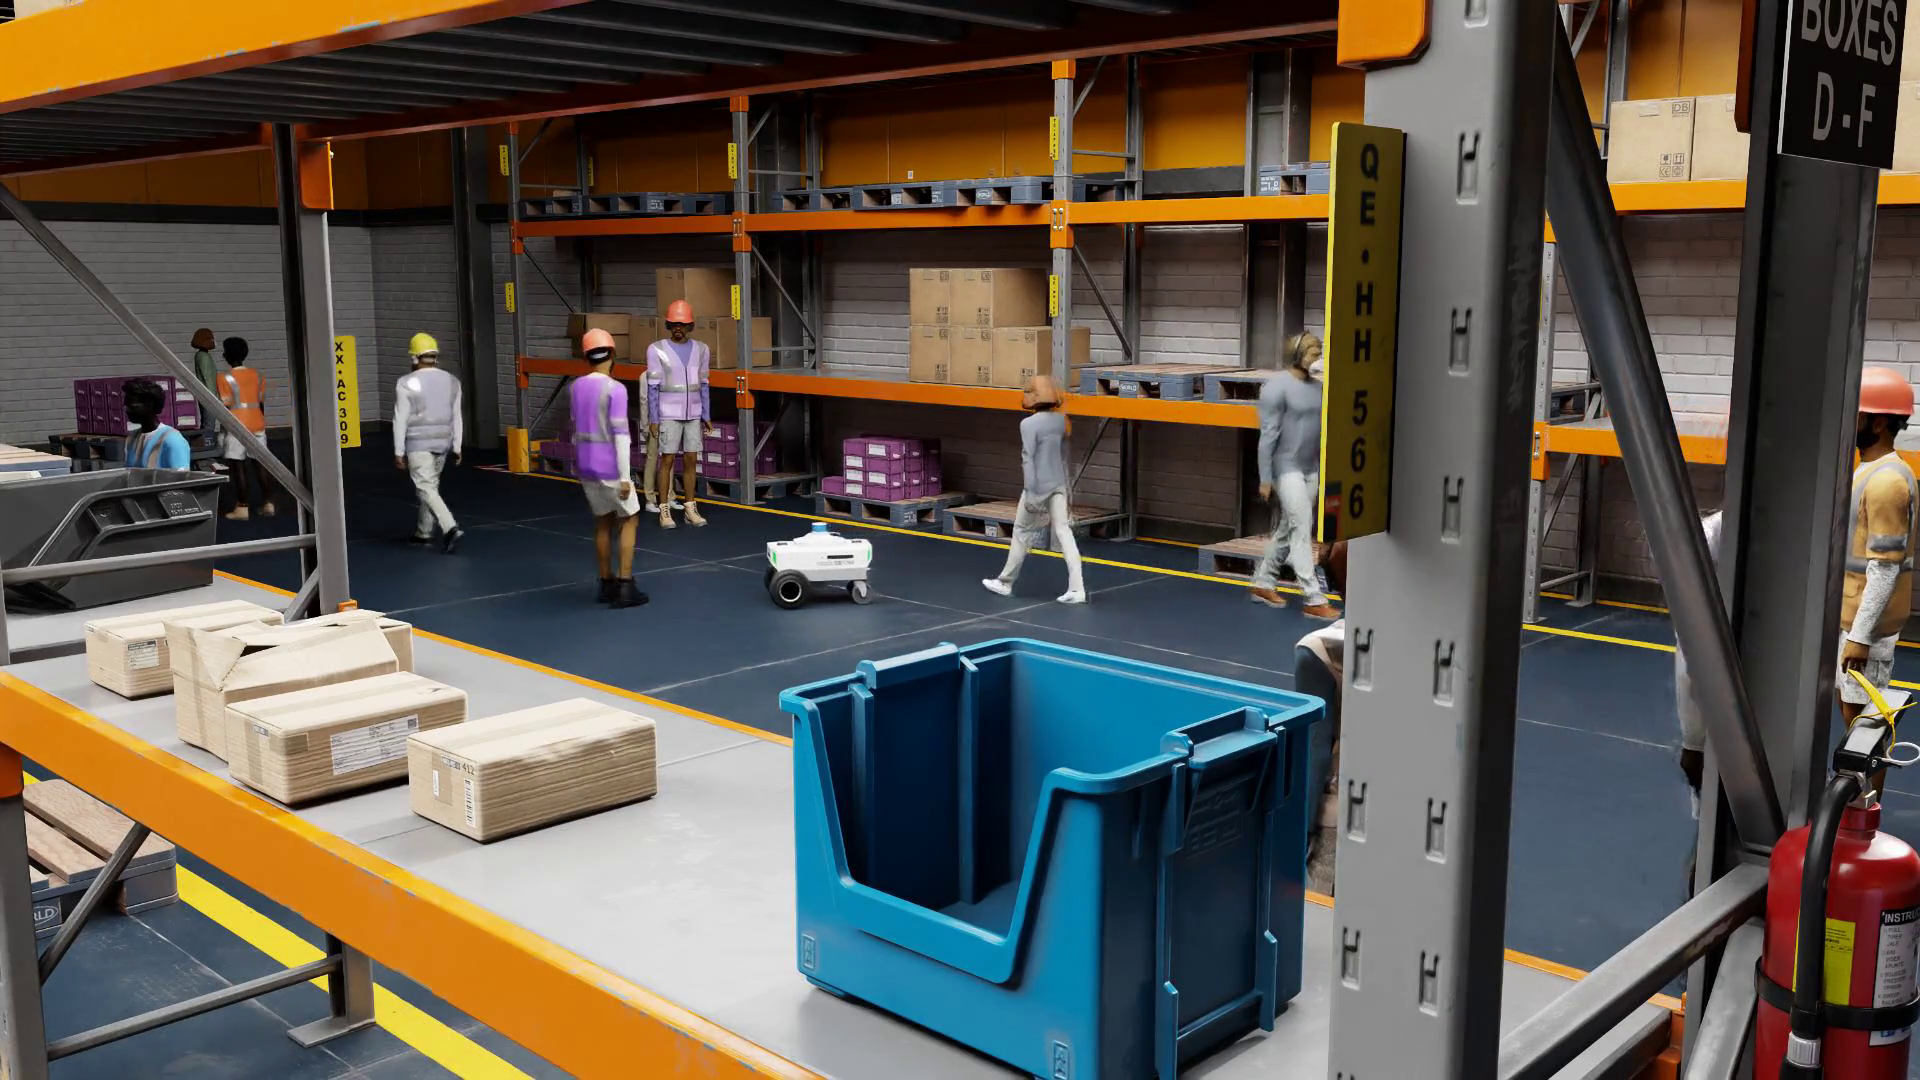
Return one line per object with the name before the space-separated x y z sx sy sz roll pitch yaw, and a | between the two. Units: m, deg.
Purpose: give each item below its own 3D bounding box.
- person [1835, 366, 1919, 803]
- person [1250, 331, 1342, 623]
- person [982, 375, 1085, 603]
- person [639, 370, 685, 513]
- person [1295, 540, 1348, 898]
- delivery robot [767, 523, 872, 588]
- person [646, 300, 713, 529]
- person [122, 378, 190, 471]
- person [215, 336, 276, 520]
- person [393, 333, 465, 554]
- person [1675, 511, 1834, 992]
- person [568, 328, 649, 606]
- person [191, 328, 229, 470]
person | 3.525 0.291 6.532 0.349 1.942 0.545 4 10 22
person | 2.281 -0.438 11.127 0.843 1.906 0.651 9 13 44
person | 0.560 -0.360 11.603 0.874 1.581 0.513 8 13 42
person | -2.851 -1.078 15.890 0.272 1.627 0.503 7 11 36
person | 1.100 0.761 4.584 0.515 1.636 0.314 -6 11 -33
delivery robot | -0.970 0.123 11.517 0.707 0.478 0.477 -2 9 -12
person | -2.484 -1.115 14.856 0.608 2.037 0.398 -6 11 -34
person | -4.706 -0.115 9.816 0.539 1.687 0.337 6 11 35
person | -6.624 -1.026 15.362 0.318 1.696 0.541 4 10 24
person | -4.322 -0.790 13.594 0.848 1.801 0.597 7 11 36
person | 2.430 0.538 5.076 0.564 1.917 0.410 -3 10 -16
person | -2.397 -0.497 11.458 0.579 1.909 0.479 7 11 36
person | -8.673 -1.623 19.201 0.282 1.636 0.500 -6 11 -32
